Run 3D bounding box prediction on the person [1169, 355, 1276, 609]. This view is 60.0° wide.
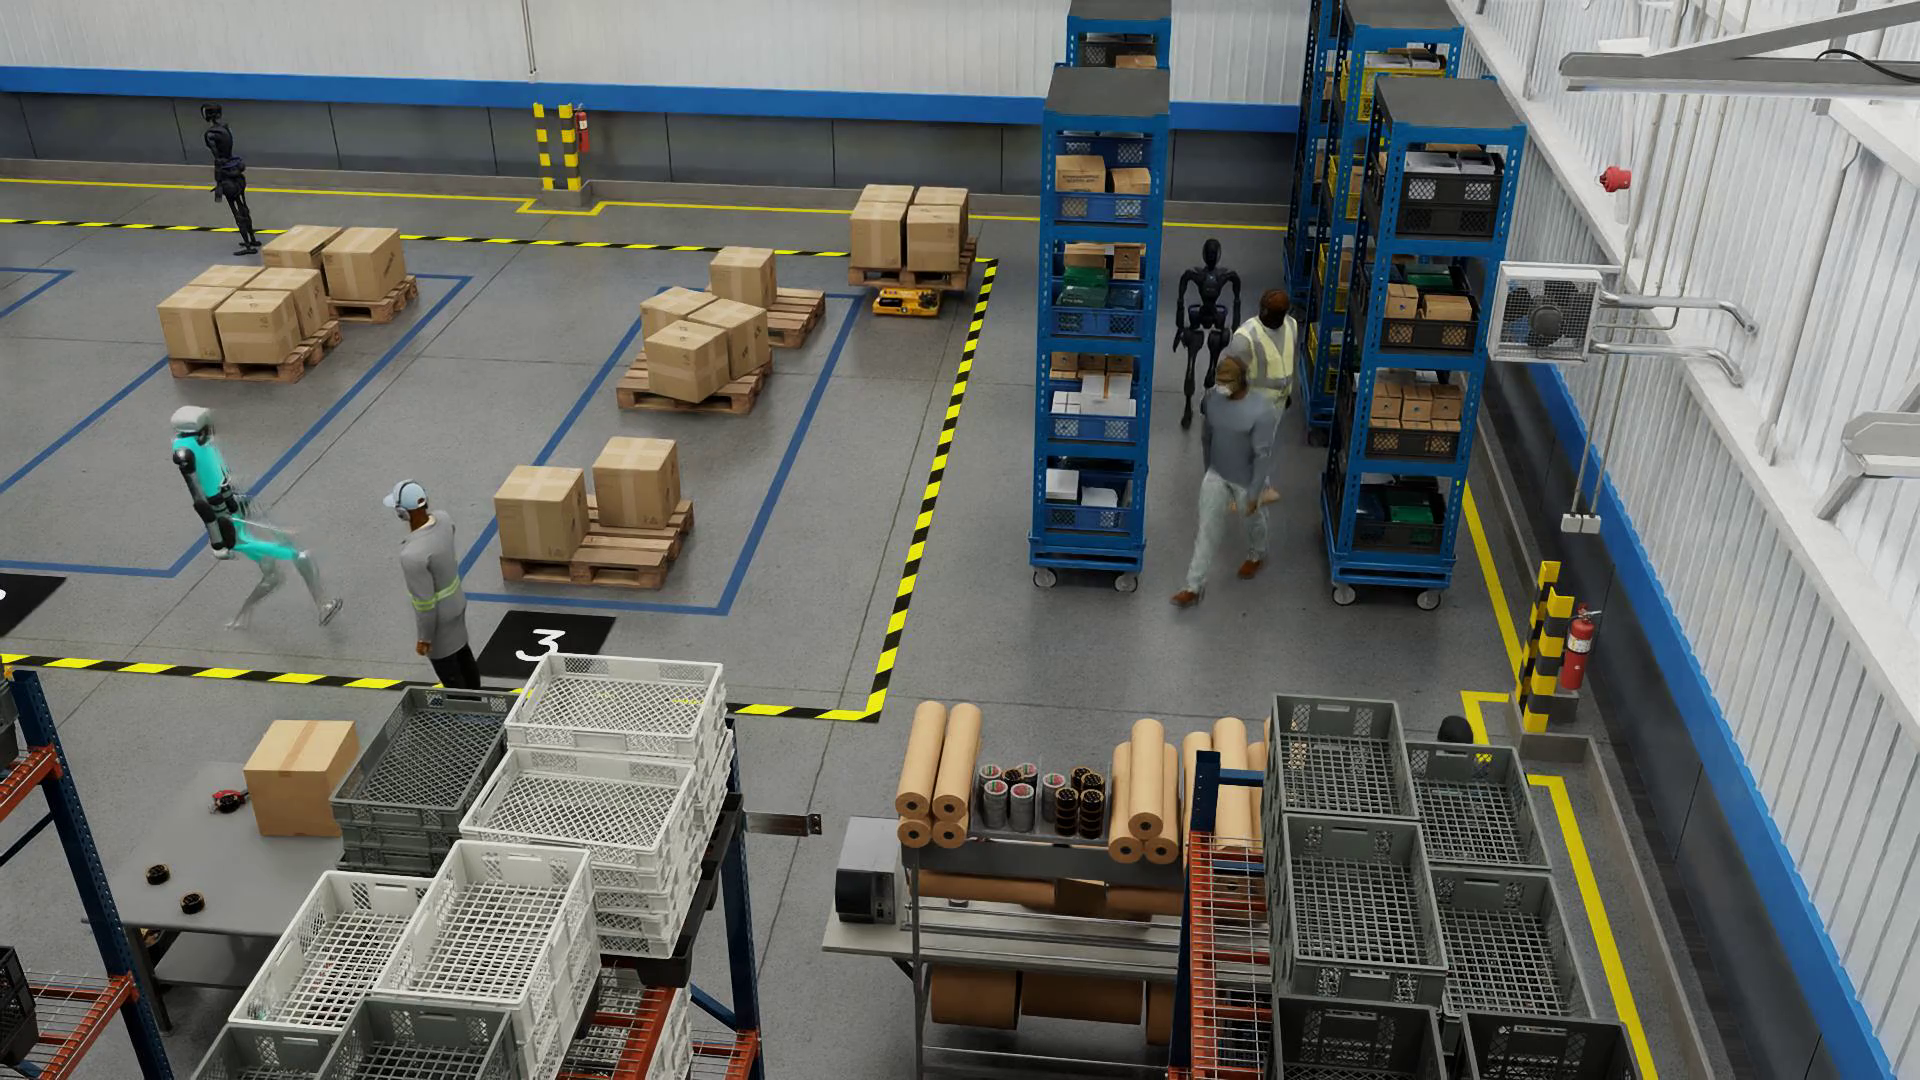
[{"bbox_3d":[1.933,-0.444,11.848,0.649,1.878,1.052,24,38,35],"label":"person"}]

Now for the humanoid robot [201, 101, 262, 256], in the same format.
[{"bbox_3d":[-7.913,-3.918,17.991,0.315,1.654,0.599,-3,30,-4],"label":"humanoid robot"}]

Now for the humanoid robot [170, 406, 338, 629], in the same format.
[{"bbox_3d":[-4.769,-0.122,11.463,0.994,1.775,0.537,-5,31,-8],"label":"humanoid robot"}]

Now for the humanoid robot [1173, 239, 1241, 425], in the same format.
[{"bbox_3d":[2.152,-1.796,14.372,0.600,1.640,0.625,3,30,4],"label":"humanoid robot"}]

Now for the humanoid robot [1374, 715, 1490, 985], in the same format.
[{"bbox_3d":[2.436,1.633,8.472,0.599,1.638,0.527,-5,31,-9],"label":"humanoid robot"}]

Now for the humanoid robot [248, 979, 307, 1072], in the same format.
[{"bbox_3d":[-2.449,2.365,7.164,0.547,1.764,0.968,20,36,31],"label":"humanoid robot"}]

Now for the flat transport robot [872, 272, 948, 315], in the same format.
[{"bbox_3d":[-0.479,-2.702,17.287,0.652,0.197,1.431,3,30,6],"label":"flat transport robot"}]

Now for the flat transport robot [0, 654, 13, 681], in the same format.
[{"bbox_3d":[-7.142,0.969,11.010,1.431,0.231,0.659,3,30,6],"label":"flat transport robot"}]

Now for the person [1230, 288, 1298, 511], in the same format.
[{"bbox_3d":[2.373,-1.102,13.011,0.624,1.835,0.430,-19,35,-30],"label":"person"}]

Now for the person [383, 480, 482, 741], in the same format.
[{"bbox_3d":[-3.270,0.452,10.327,0.404,1.848,0.589,2,30,4],"label":"person"}]
